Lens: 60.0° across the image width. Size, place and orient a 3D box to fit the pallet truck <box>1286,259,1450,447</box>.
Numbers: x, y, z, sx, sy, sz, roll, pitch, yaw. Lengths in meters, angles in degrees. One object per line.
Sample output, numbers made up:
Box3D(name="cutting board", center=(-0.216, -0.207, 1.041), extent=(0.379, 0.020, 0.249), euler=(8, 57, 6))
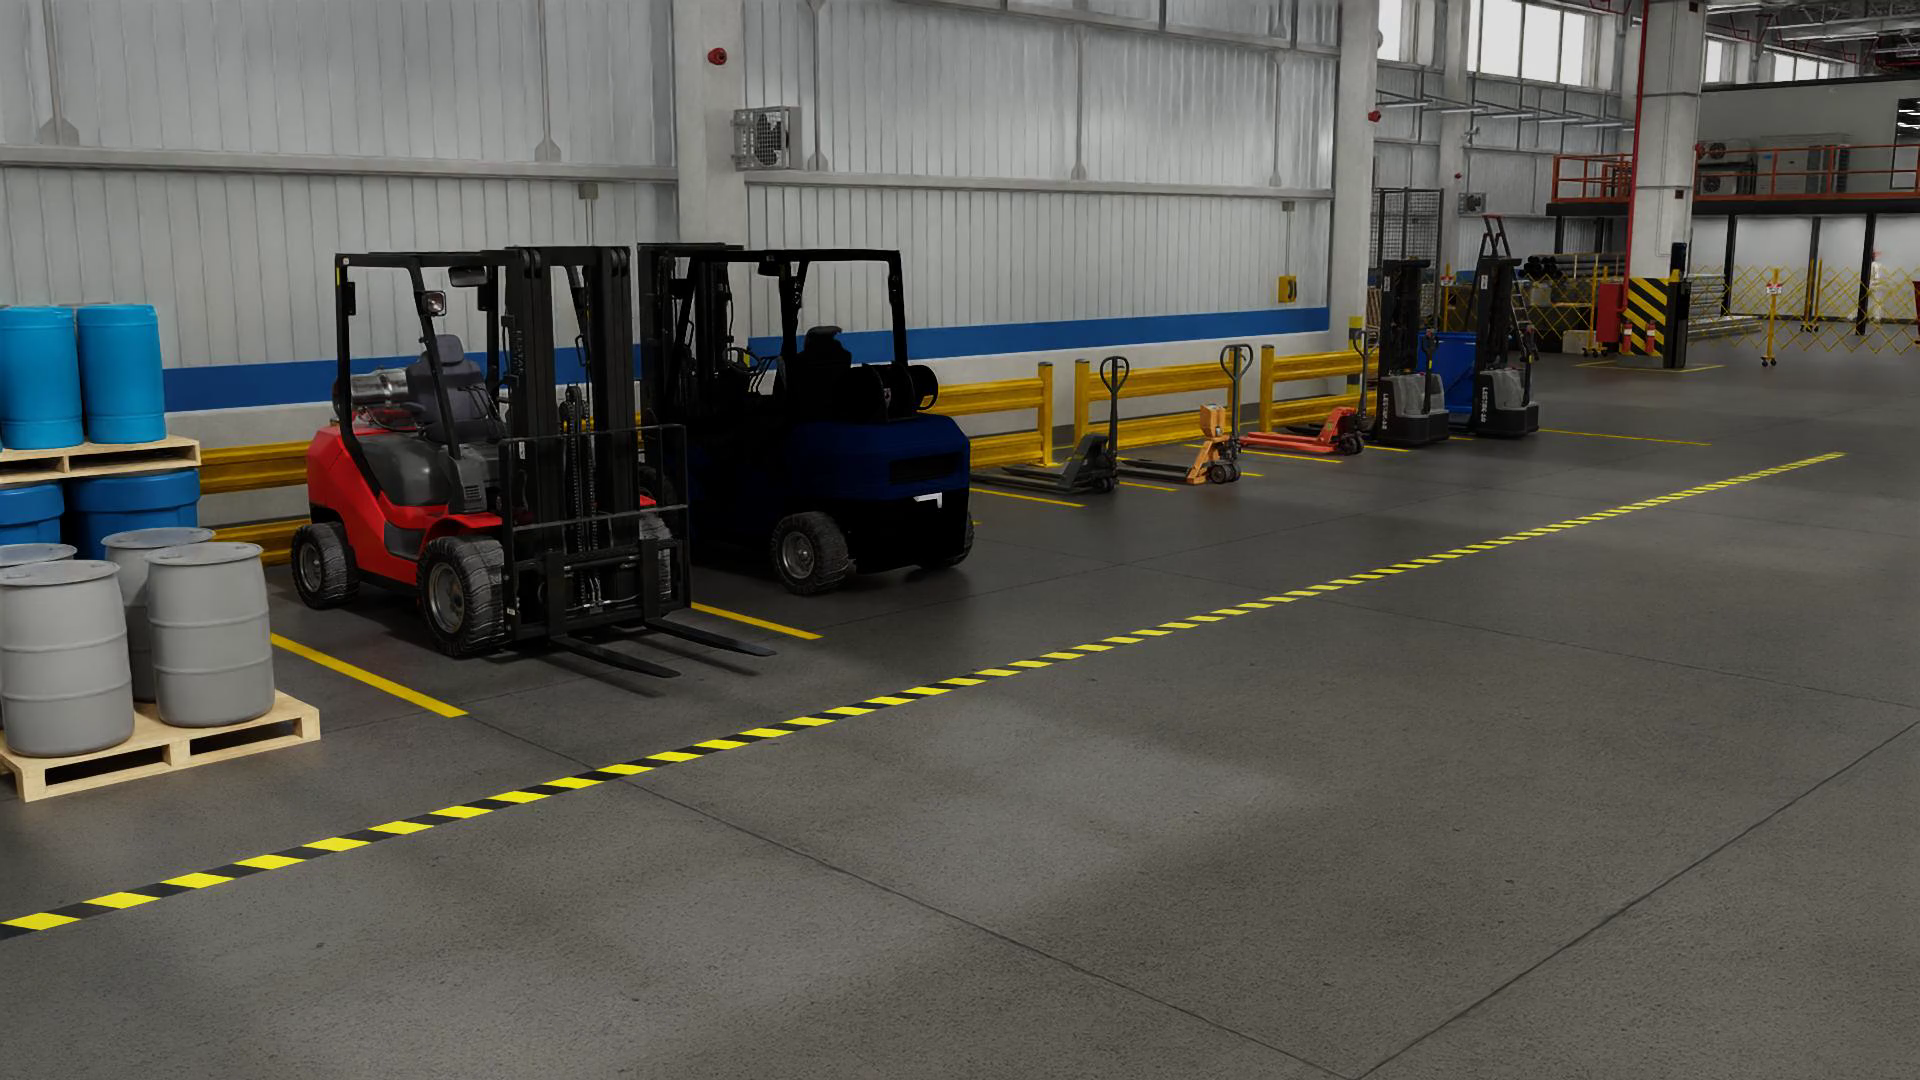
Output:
Box3D(name="pallet truck", center=(4.493, -2.078, 18.196), extent=(0.823, 1.965, 1.885), euler=(-9, 14, -40))

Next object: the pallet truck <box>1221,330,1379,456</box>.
Box3D(name="pallet truck", center=(3.563, -1.581, 17.381), extent=(0.653, 1.274, 1.630), euler=(-10, 14, -44))

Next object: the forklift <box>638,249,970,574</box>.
Box3D(name="forklift", center=(-1.173, -0.958, 11.239), extent=(2.680, 1.987, 1.157), euler=(10, 14, 43))

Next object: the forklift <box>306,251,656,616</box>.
Box3D(name="forklift", center=(-2.833, -0.669, 9.694), extent=(1.157, 1.987, 2.680), euler=(-10, 14, -44))

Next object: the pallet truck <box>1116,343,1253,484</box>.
Box3D(name="pallet truck", center=(1.962, -1.215, 15.415), extent=(1.522, 1.261, 0.704), euler=(10, 14, 43))

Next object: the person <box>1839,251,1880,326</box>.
Box3D(name="person", center=(22.619, -6.288, 41.589), extent=(0.604, 1.832, 0.950), euler=(-9, 14, -41))

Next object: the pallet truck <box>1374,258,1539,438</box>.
Box3D(name="pallet truck", center=(5.704, -2.208, 18.901), extent=(1.885, 1.965, 0.823), euler=(10, 14, 43))

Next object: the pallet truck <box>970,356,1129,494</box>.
Box3D(name="pallet truck", center=(0.784, -1.085, 14.876), extent=(0.680, 1.201, 1.601), euler=(-10, 14, -44))
